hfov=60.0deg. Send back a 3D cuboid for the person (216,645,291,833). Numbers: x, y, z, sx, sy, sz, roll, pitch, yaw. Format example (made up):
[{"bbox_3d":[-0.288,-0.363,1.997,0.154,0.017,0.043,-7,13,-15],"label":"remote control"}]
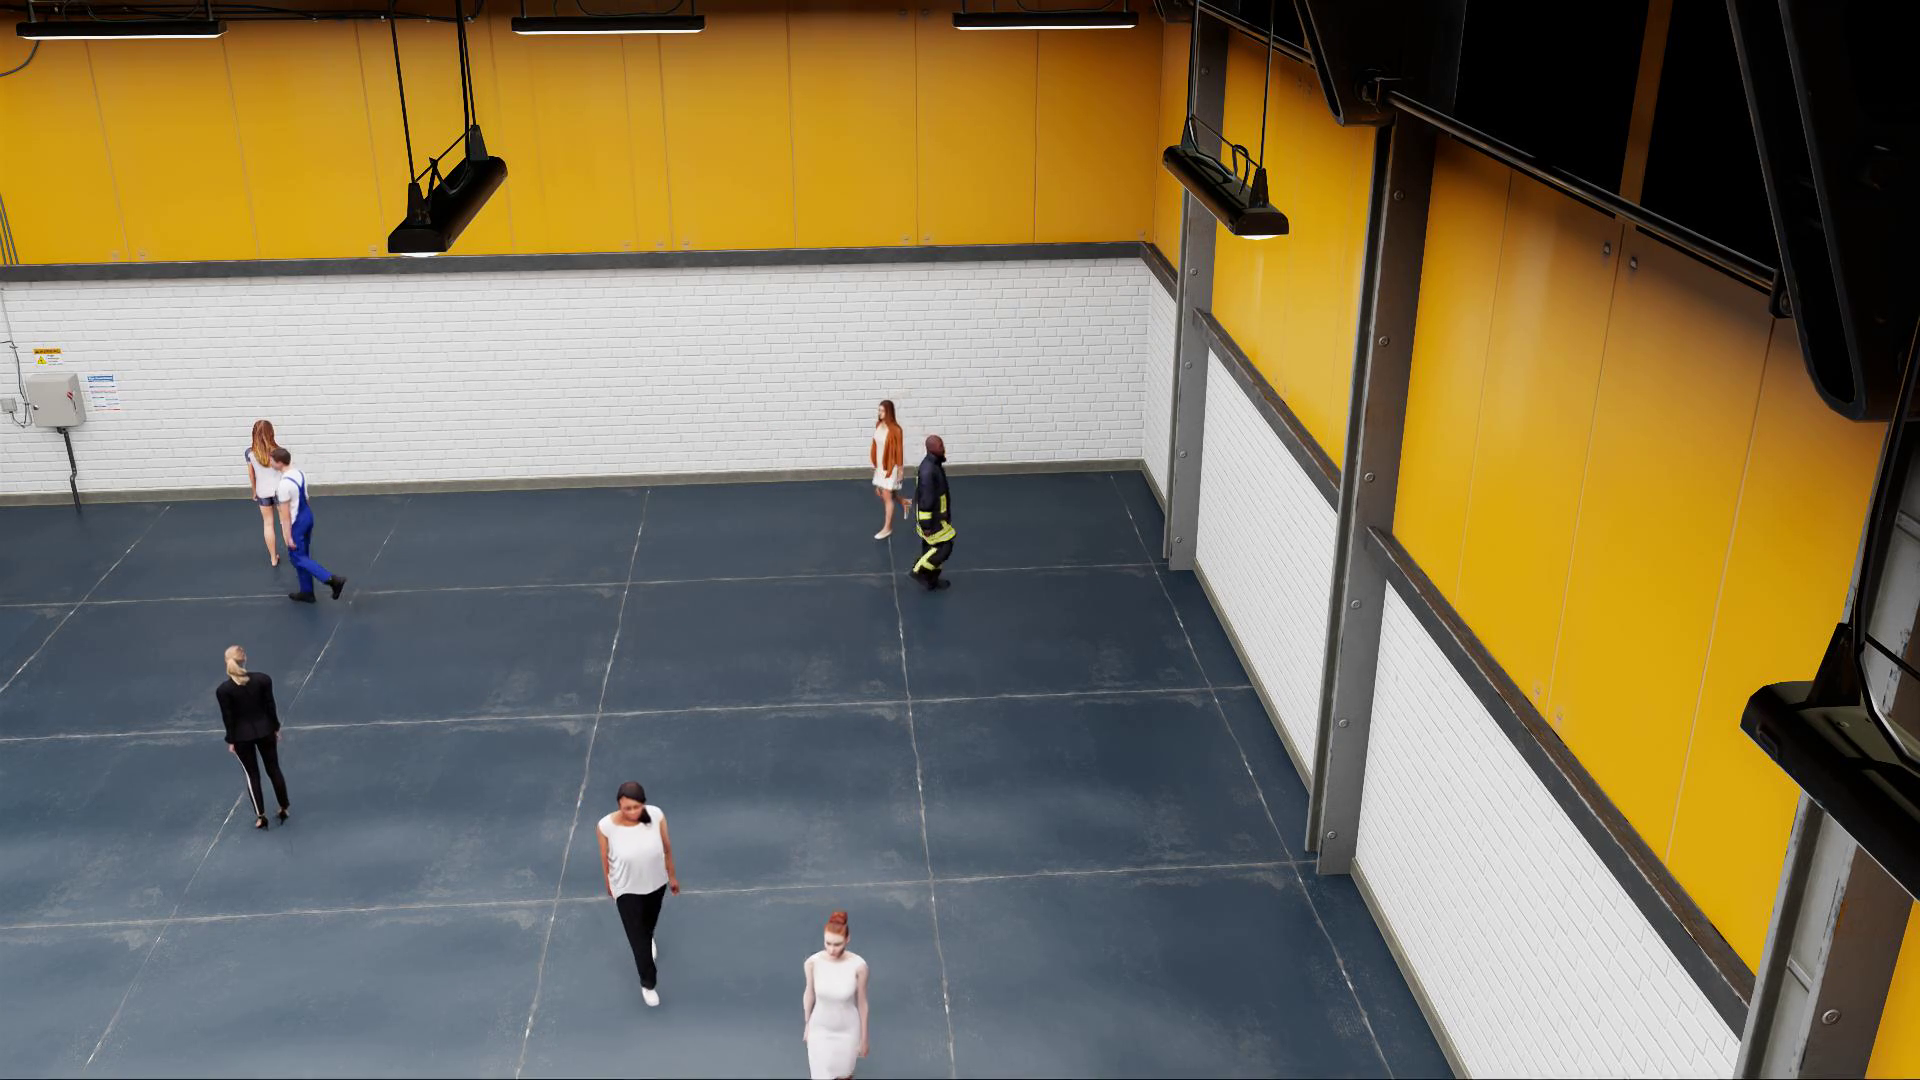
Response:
[{"bbox_3d":[-5.917,1.664,13.944,0.681,1.704,0.689,-16,28,-32],"label":"person"}]

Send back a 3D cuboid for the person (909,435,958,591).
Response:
[{"bbox_3d":[-0.381,-0.300,18.297,0.909,1.816,0.823,4,24,10],"label":"person"}]

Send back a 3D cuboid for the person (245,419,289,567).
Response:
[{"bbox_3d":[-7.842,-0.540,18.954,0.611,1.730,0.551,-4,24,-8],"label":"person"}]

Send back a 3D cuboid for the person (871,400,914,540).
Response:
[{"bbox_3d":[-0.794,-0.881,19.763,0.965,1.707,0.958,-19,30,-37],"label":"person"}]

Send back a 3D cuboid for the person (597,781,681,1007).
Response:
[{"bbox_3d":[-2.341,2.467,12.171,0.930,1.653,1.182,-11,26,-24],"label":"person"}]

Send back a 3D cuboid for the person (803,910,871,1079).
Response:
[{"bbox_3d":[-0.763,3.080,10.605,0.650,1.784,0.695,2,24,5],"label":"person"}]

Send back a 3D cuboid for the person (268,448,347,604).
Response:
[{"bbox_3d":[-7.023,-0.119,17.867,0.908,1.828,1.057,6,24,13],"label":"person"}]
